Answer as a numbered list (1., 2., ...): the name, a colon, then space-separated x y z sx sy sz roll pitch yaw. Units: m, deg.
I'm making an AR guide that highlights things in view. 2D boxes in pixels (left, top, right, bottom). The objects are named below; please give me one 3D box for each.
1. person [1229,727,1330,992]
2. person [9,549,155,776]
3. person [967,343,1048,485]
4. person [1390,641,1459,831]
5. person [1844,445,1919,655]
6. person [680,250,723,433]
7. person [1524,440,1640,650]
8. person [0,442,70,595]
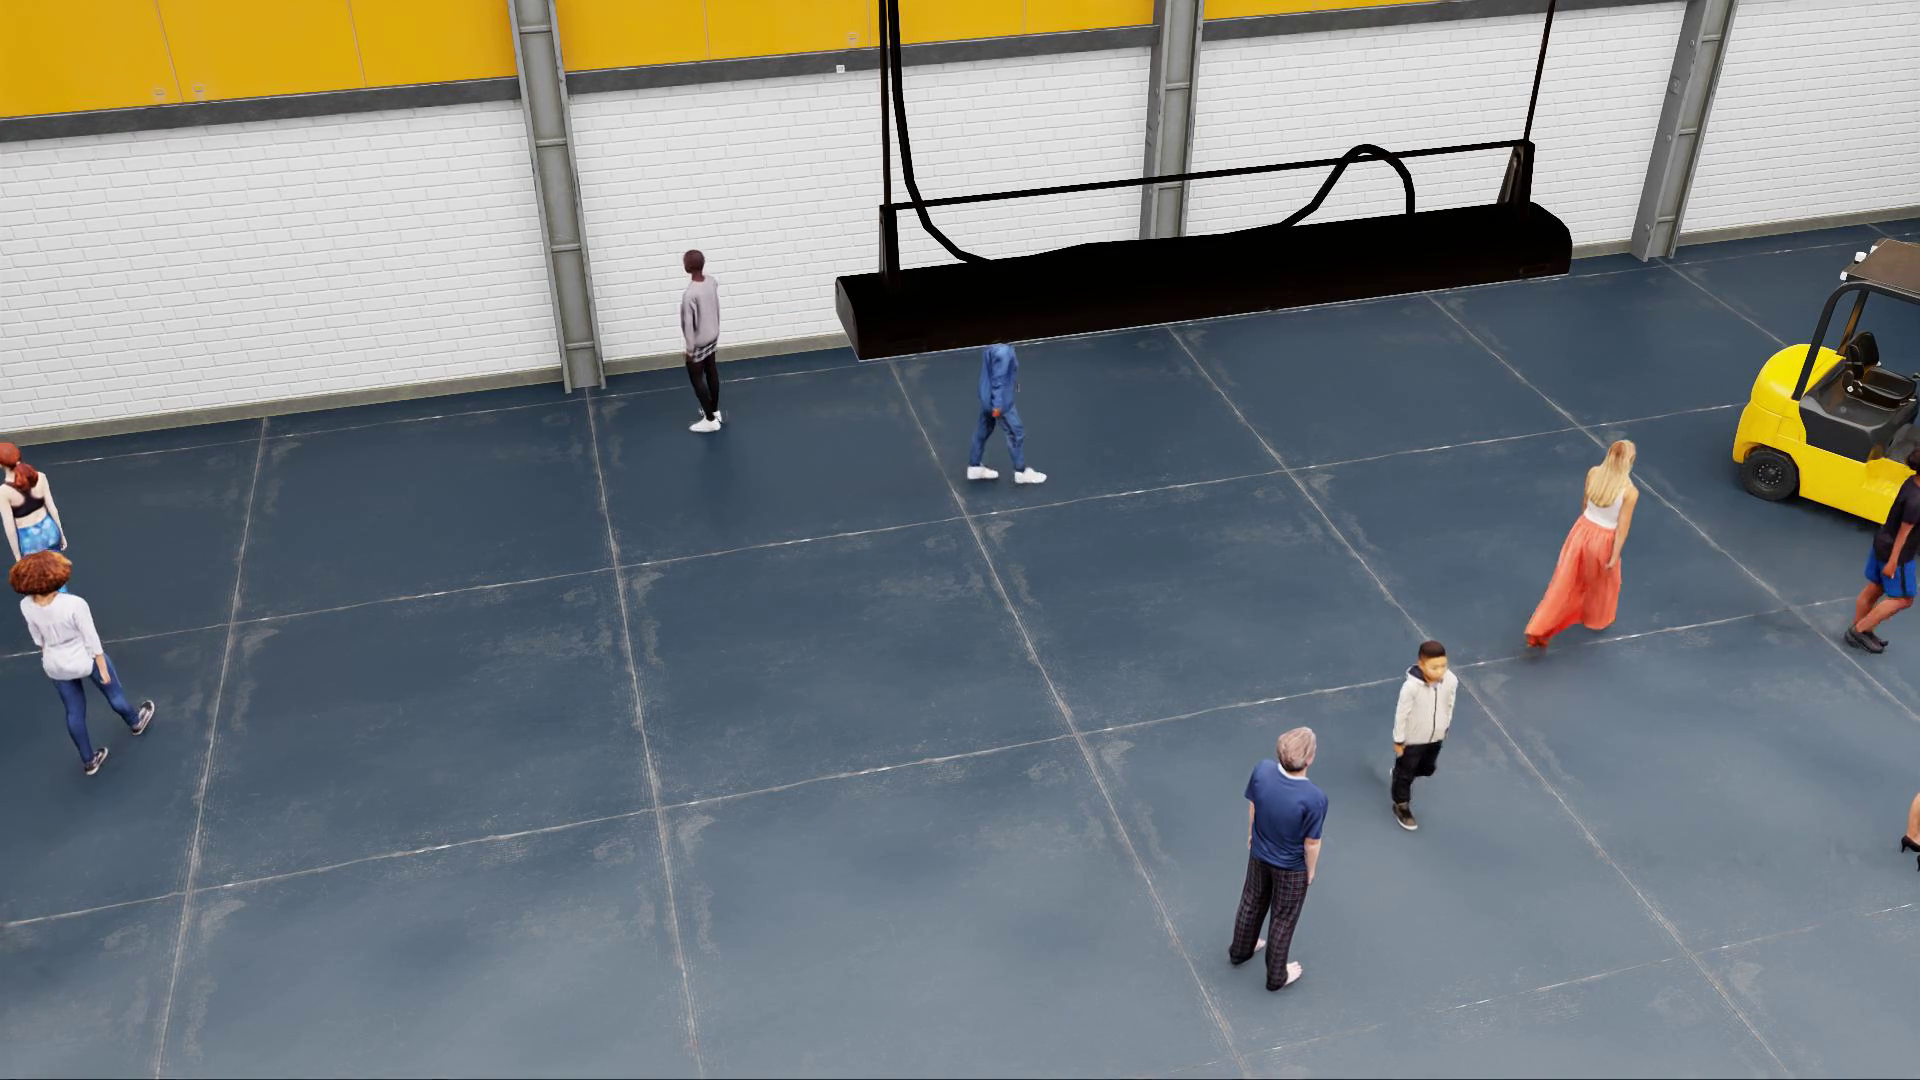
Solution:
1. person: 1.849 1.833 9.637 0.731 1.868 0.733 27 42 34
2. person: -6.034 0.864 11.249 0.934 1.698 0.866 1 34 1
3. person: 0.242 -1.263 14.369 0.949 1.785 0.753 -6 34 -9
4. person: 2.988 1.225 10.935 0.622 1.444 0.686 -12 36 -18
5. person: 6.897 0.040 12.409 0.764 1.786 0.715 14 36 20
6. person: -2.345 -1.835 15.242 0.830 1.772 0.775 19 38 26
7. person: 4.636 0.075 12.382 1.300 1.758 0.921 -21 39 -29
8. person: -6.779 0.078 12.364 0.941 1.772 0.898 20 38 27
